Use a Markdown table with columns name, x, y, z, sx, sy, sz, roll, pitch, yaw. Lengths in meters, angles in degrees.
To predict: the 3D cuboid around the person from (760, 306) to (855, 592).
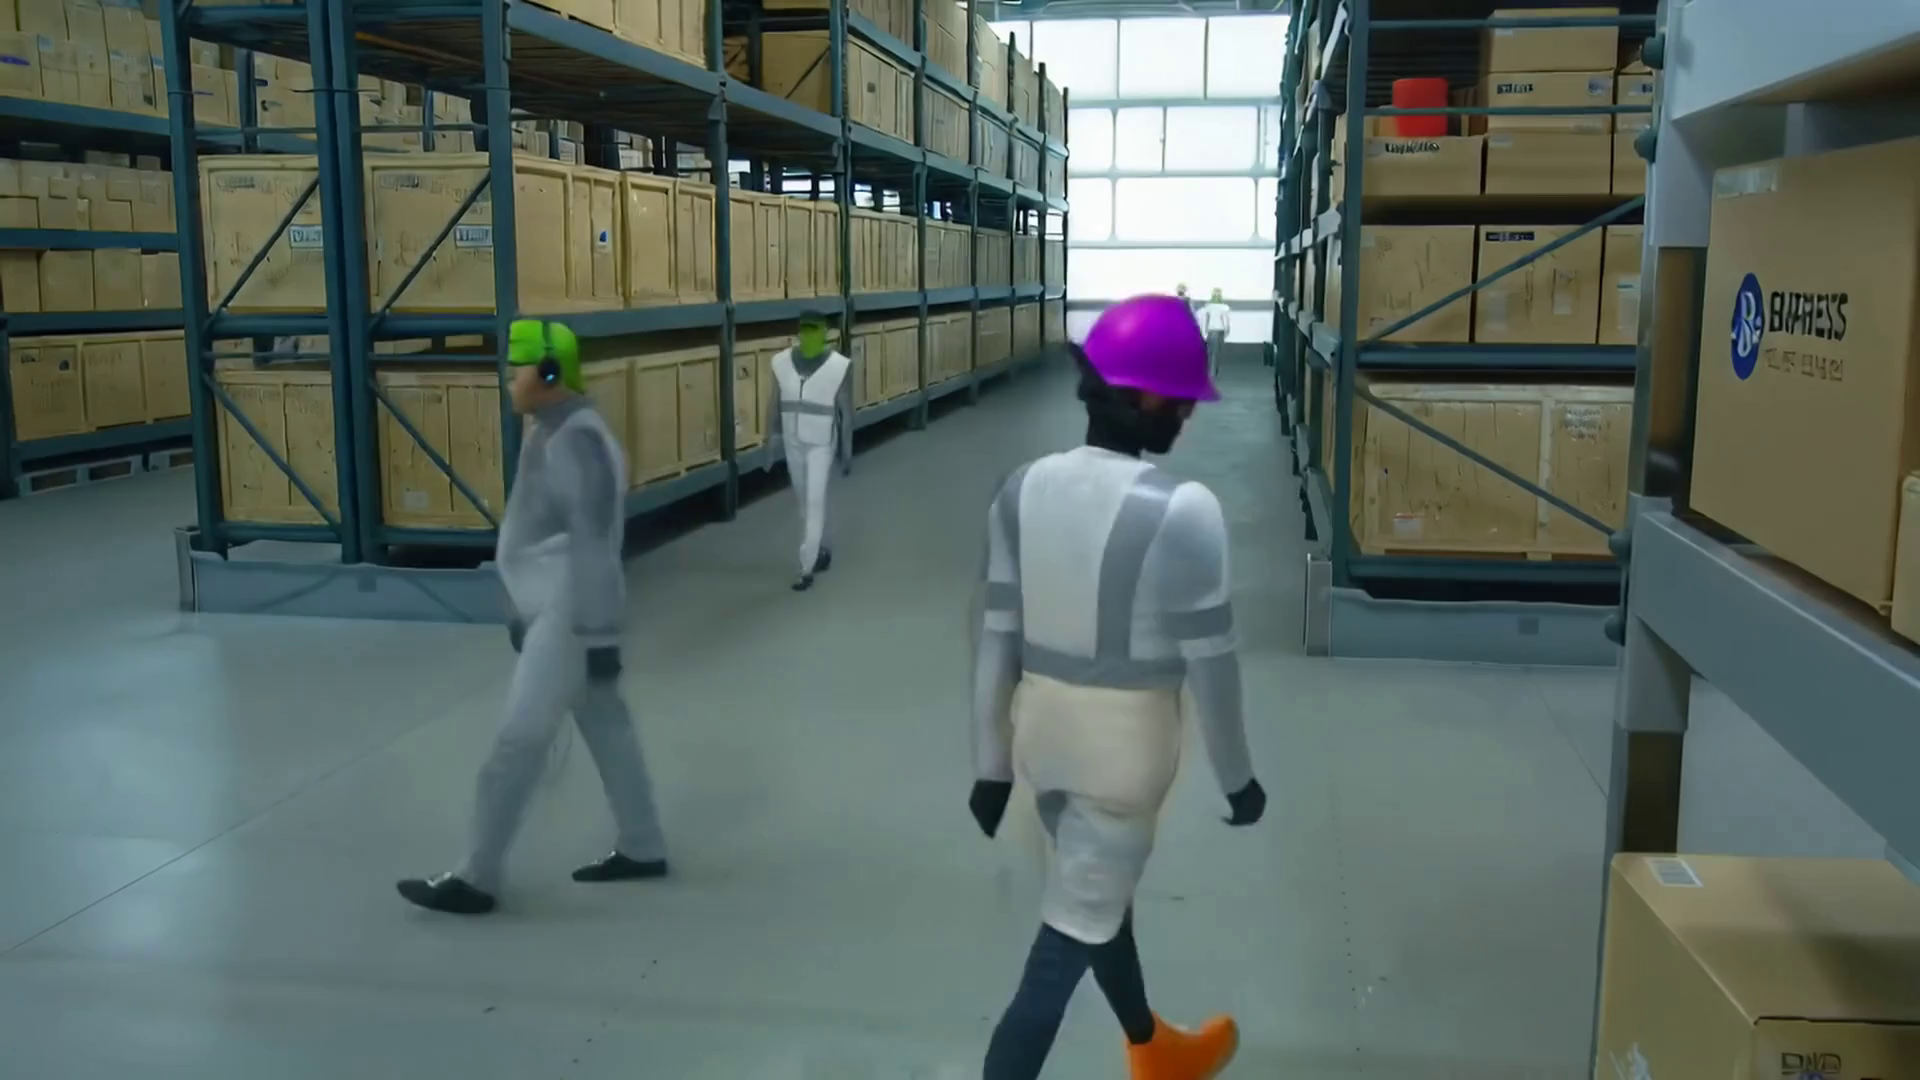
| name | x | y | z | sx | sy | sz | roll | pitch | yaw |
| --- | --- | --- | --- | --- | --- | --- | --- | --- | --- |
| person | -0.961 | -0.625 | 10.877 | 0.567 | 1.809 | 0.937 | 3 | 10 | 19 |

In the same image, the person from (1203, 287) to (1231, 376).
| name | x | y | z | sx | sy | sz | roll | pitch | yaw |
| --- | --- | --- | --- | --- | --- | --- | --- | --- | --- |
| person | 5.008 | -4.060 | 32.477 | 0.525 | 1.721 | 0.907 | 3 | 9 | 15 |

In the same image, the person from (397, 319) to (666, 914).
| name | x | y | z | sx | sy | sz | roll | pitch | yaw |
| --- | --- | --- | --- | --- | --- | --- | --- | --- | --- |
| person | -1.381 | 0.246 | 5.297 | 0.930 | 1.866 | 0.668 | -3 | 10 | -17 |

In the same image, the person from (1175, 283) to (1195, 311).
| name | x | y | z | sx | sy | sz | roll | pitch | yaw |
| --- | --- | --- | --- | --- | --- | --- | --- | --- | --- |
| person | 4.732 | -4.580 | 35.467 | 0.892 | 1.796 | 0.588 | -9 | 13 | -43 |

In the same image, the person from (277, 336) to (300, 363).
| name | x | y | z | sx | sy | sz | roll | pitch | yaw |
| --- | --- | --- | --- | --- | --- | --- | --- | --- | --- |
| person | -7.030 | -1.593 | 17.457 | 0.325 | 1.623 | 0.518 | -4 | 10 | -22 |

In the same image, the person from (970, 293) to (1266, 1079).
| name | x | y | z | sx | sy | sz | roll | pitch | yaw |
| --- | --- | --- | --- | --- | --- | --- | --- | --- | --- |
| person | 0.338 | 0.466 | 3.618 | 1.067 | 1.977 | 0.603 | -7 | 11 | -36 |
